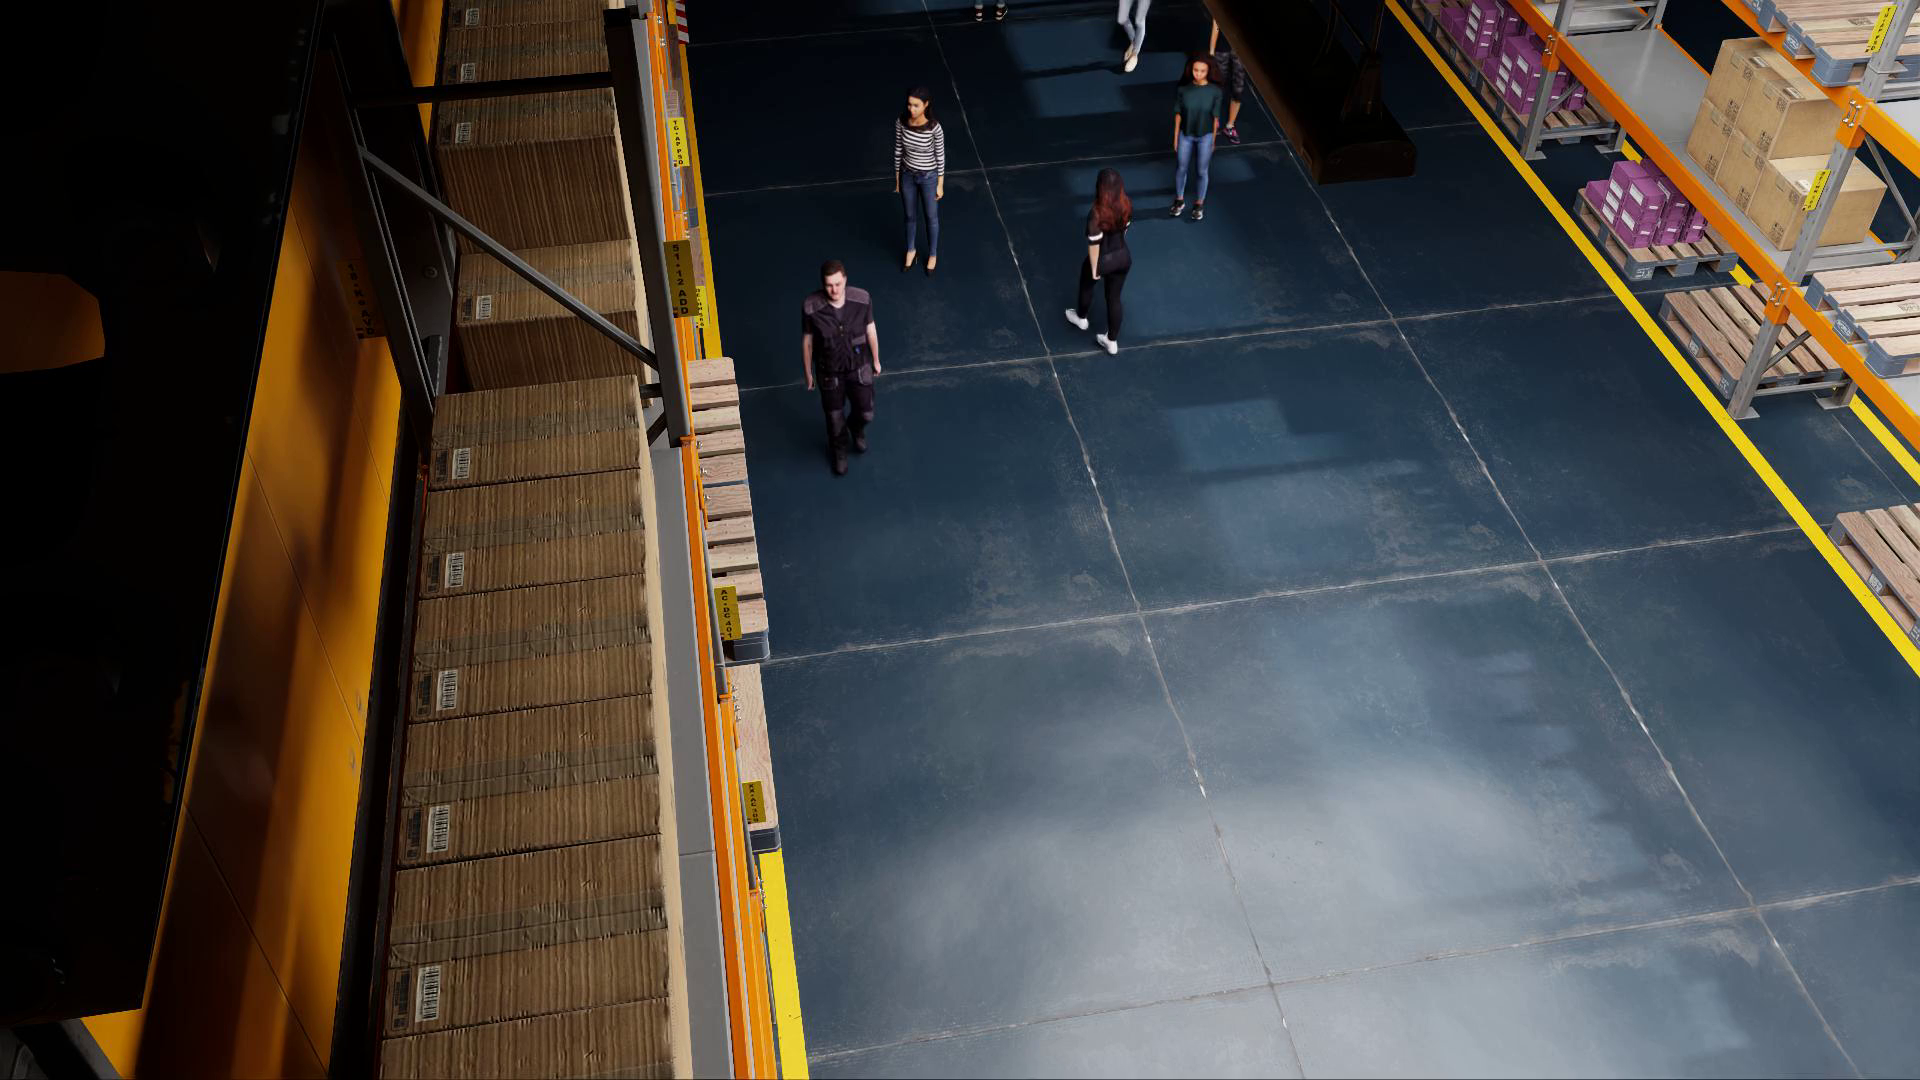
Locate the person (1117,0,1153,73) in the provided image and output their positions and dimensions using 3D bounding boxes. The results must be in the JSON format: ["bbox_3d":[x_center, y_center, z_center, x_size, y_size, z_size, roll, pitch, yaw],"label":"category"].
[{"bbox_3d":[1.845,-5.660,16.861,0.742,1.787,0.792,20,47,19],"label":"person"}]

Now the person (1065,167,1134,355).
[{"bbox_3d":[1.233,-2.210,13.364,0.779,1.616,0.961,-20,47,-20],"label":"person"}]

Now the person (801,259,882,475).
[{"bbox_3d":[-0.878,-1.329,12.280,0.723,1.836,0.659,-7,44,-8],"label":"person"}]

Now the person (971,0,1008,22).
[{"bbox_3d":[0.306,-6.423,17.639,0.690,1.820,0.569,-3,44,-3],"label":"person"}]

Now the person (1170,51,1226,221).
[{"bbox_3d":[2.110,-3.620,14.846,0.676,1.613,0.698,9,44,10],"label":"person"}]

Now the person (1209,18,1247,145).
[{"bbox_3d":[2.530,-4.684,15.891,0.597,1.713,0.717,-4,44,-4],"label":"person"}]

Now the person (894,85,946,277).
[{"bbox_3d":[-0.337,-3.042,14.108,0.656,1.795,0.662,13,45,14],"label":"person"}]
